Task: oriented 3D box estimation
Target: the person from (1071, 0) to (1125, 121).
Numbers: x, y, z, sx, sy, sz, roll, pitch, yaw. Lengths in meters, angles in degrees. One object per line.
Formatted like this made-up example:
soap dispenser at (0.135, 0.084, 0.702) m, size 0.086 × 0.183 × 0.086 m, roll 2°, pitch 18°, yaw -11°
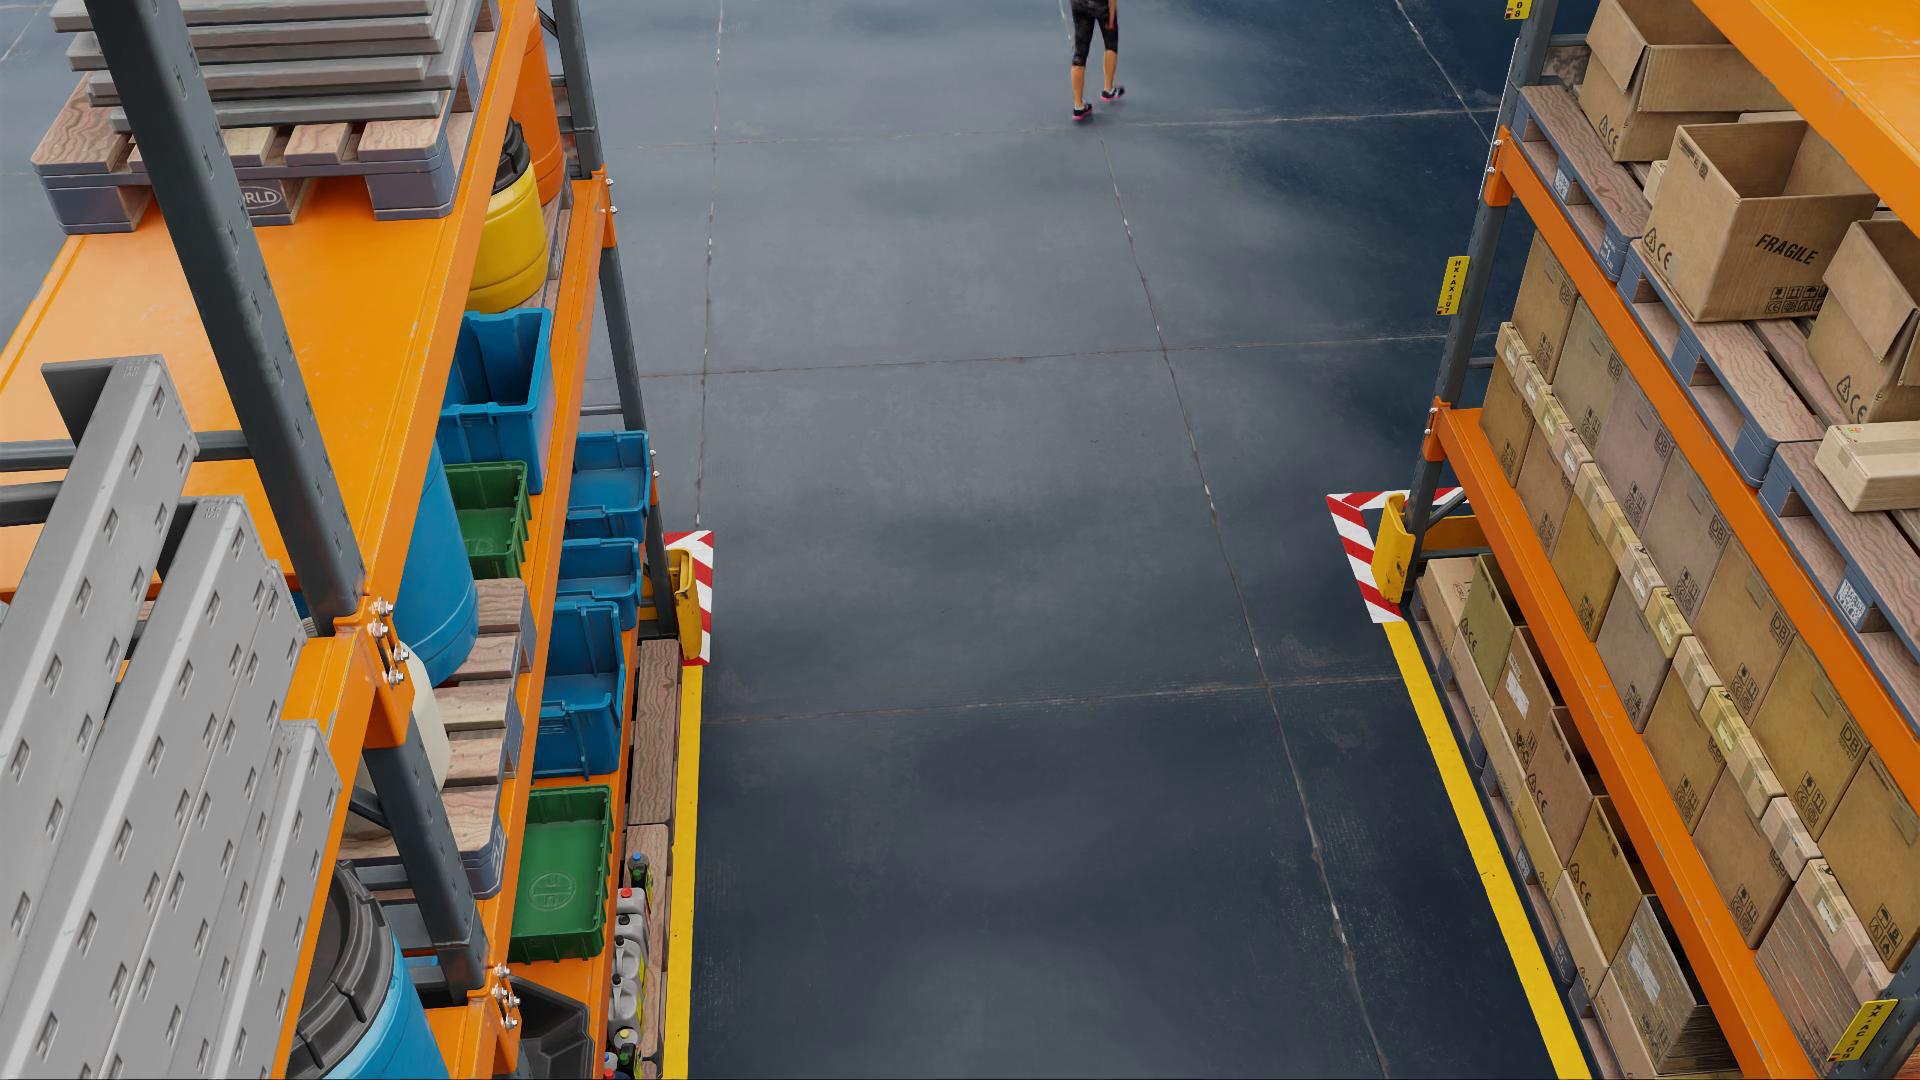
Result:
person at (0.947, -4.042, 12.712) m, size 0.861 × 1.699 × 0.942 m, roll 26°, pitch 48°, yaw 26°
